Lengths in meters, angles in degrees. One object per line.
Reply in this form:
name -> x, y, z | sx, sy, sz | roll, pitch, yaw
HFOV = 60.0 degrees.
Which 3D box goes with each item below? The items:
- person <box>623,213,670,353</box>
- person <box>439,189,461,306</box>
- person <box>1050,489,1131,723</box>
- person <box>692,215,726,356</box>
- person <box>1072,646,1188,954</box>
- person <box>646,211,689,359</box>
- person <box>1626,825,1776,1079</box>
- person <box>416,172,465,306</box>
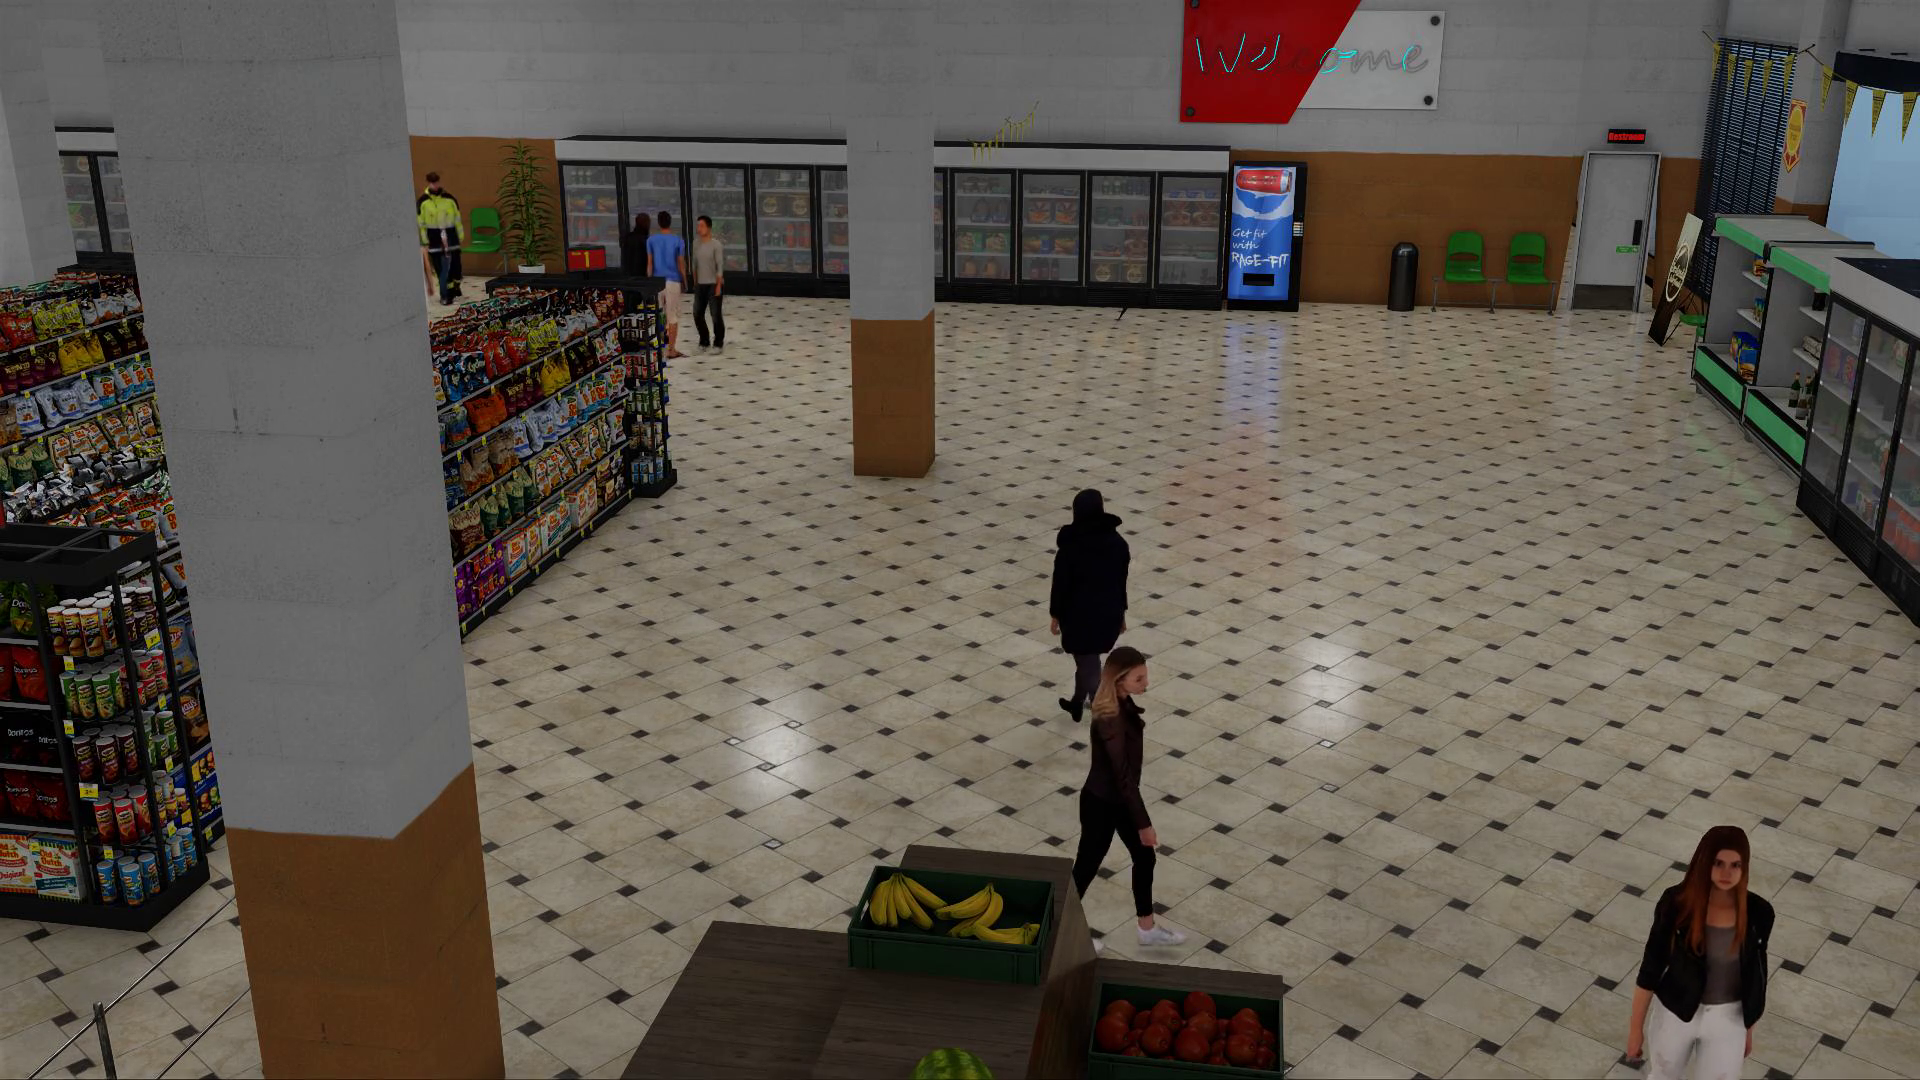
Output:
person -> -4.189, -3.292, 21.463 | 0.919, 1.787, 1.121 | 9, 21, 25
person -> -7.712, -4.391, 24.813 | 0.712, 1.728, 0.595 | -7, 20, -19
person -> 0.858, 0.523, 10.380 | 1.068, 1.638, 1.188 | -10, 21, -27
person -> -3.161, -3.288, 21.437 | 0.766, 1.796, 0.768 | 8, 20, 23
person -> 0.629, 1.294, 8.053 | 0.713, 1.664, 0.823 | 4, 19, 13
person -> -3.766, -3.236, 21.200 | 0.619, 1.848, 0.628 | 2, 19, 6
person -> 2.834, 1.840, 6.428 | 0.730, 1.668, 1.163 | 6, 20, 17
person -> -7.741, -4.519, 24.834 | 1.032, 1.957, 1.089 | -9, 21, -26
